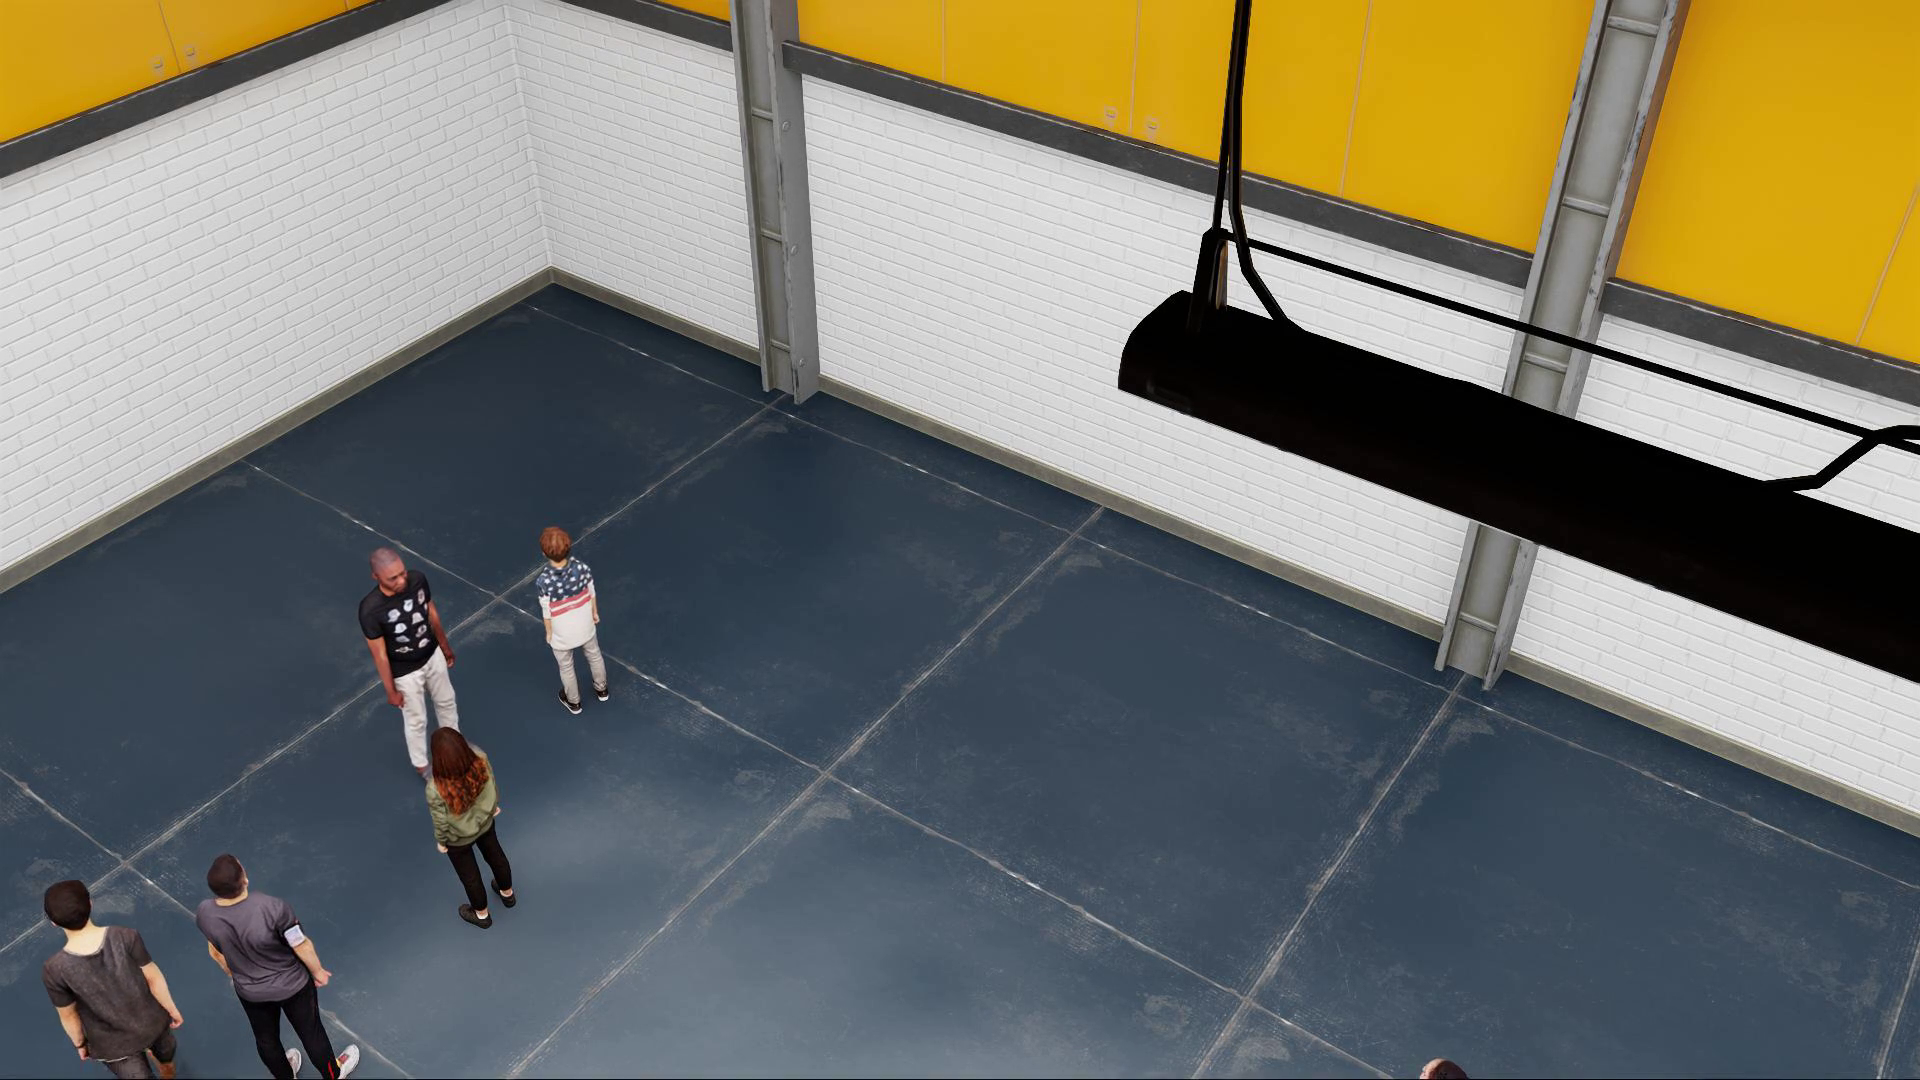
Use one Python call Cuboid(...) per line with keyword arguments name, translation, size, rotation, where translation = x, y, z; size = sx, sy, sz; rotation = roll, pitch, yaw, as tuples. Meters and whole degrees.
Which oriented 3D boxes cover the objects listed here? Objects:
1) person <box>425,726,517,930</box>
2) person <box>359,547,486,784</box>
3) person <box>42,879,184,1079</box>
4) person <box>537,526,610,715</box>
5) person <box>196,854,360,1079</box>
Cuboid(name="person", translation=(-2.745, 1.592, 9.298), size=(0.510, 1.475, 0.584), rotation=(26, 45, 29))
Cuboid(name="person", translation=(-3.330, 0.742, 10.103), size=(0.600, 1.799, 0.662), rotation=(22, 43, 25))
Cuboid(name="person", translation=(-4.043, 2.407, 8.134), size=(0.793, 1.655, 1.167), rotation=(-29, 47, -32))
Cuboid(name="person", translation=(-2.508, 0.503, 10.691), size=(0.576, 1.439, 0.568), rotation=(-24, 44, -27))
Cuboid(name="person", translation=(-3.450, 2.192, 8.315), size=(0.688, 1.765, 0.783), rotation=(-1, 39, -1))
